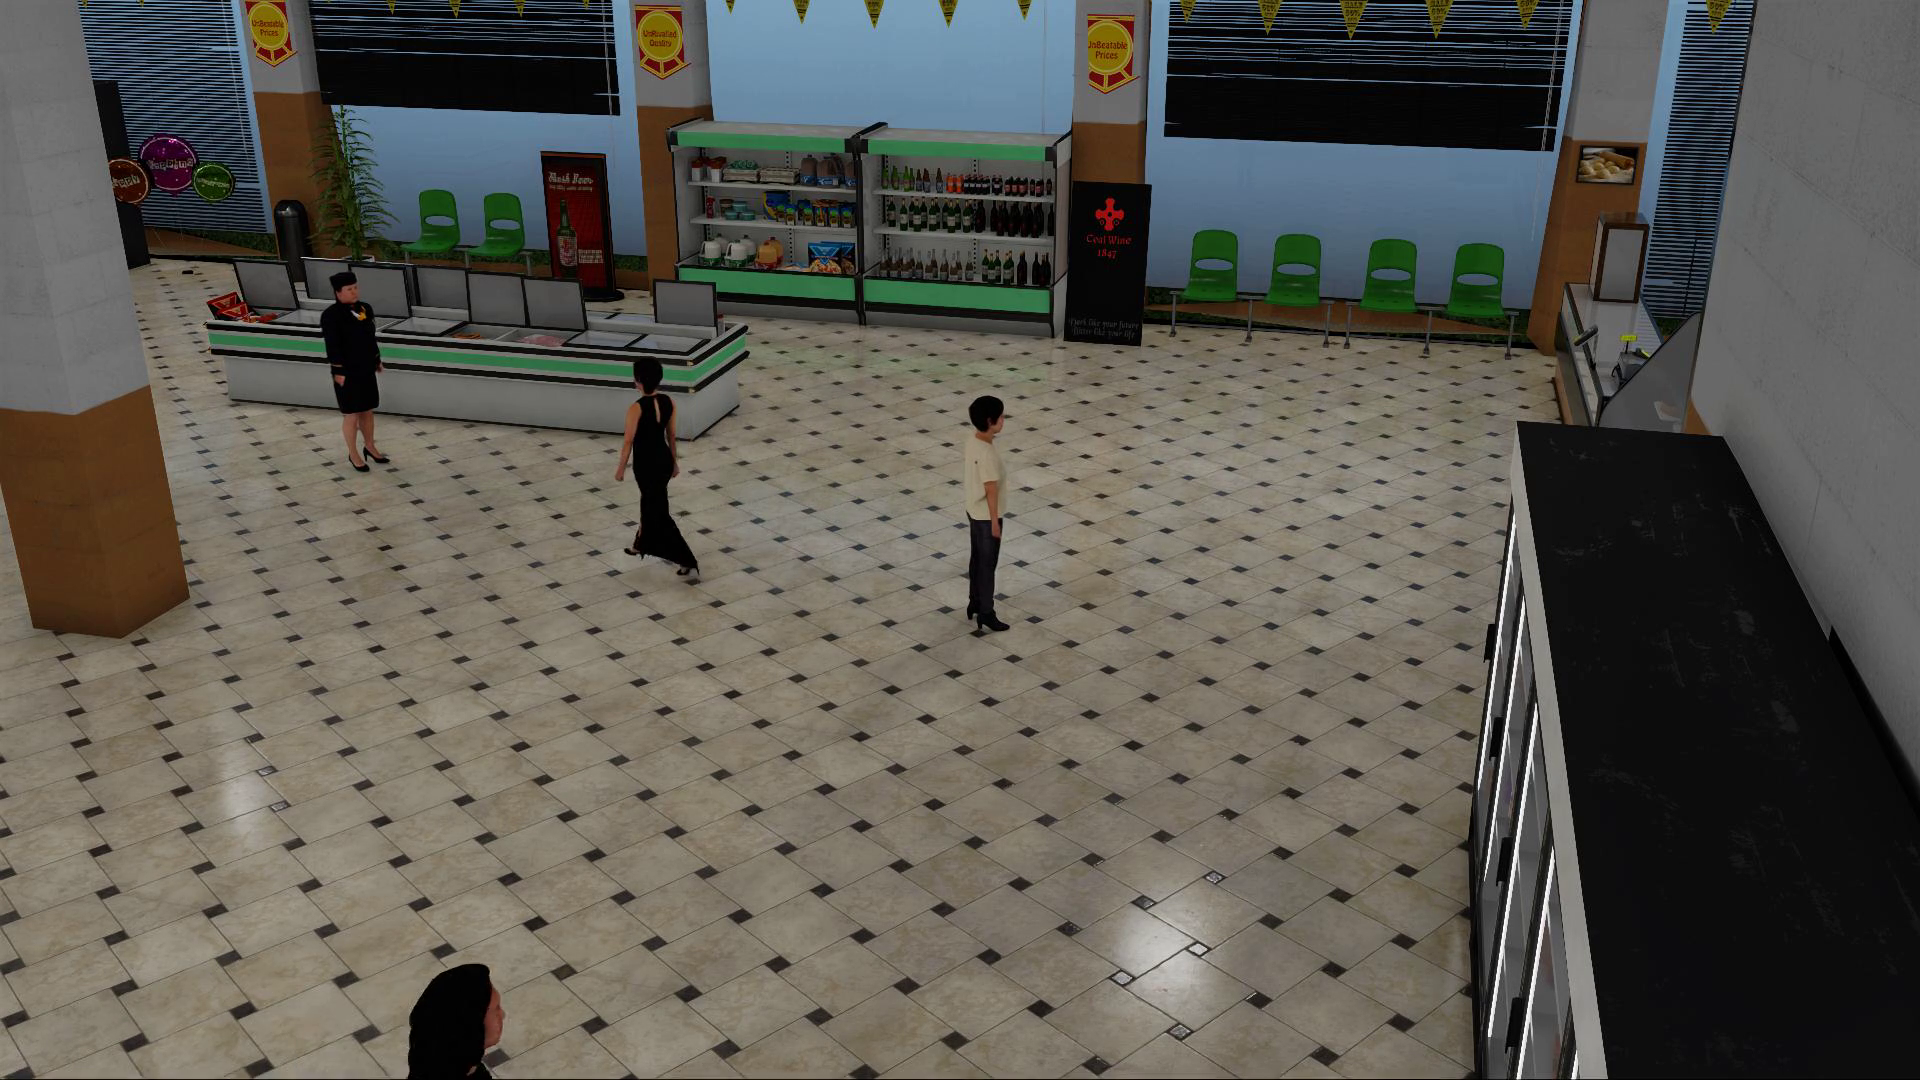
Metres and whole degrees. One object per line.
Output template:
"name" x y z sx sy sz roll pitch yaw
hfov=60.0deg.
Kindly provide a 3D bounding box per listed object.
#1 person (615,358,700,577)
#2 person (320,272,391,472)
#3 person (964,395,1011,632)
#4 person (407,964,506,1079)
"person" -2.107 -0.466 11.721 1.083 1.564 0.780 13 25 30
"person" -5.075 -1.419 13.950 0.699 1.671 0.745 11 24 25
"person" 0.166 -0.178 10.970 0.654 1.590 0.654 -6 23 -16
"person" -1.553 2.089 5.042 1.096 1.803 0.989 -8 23 -20
